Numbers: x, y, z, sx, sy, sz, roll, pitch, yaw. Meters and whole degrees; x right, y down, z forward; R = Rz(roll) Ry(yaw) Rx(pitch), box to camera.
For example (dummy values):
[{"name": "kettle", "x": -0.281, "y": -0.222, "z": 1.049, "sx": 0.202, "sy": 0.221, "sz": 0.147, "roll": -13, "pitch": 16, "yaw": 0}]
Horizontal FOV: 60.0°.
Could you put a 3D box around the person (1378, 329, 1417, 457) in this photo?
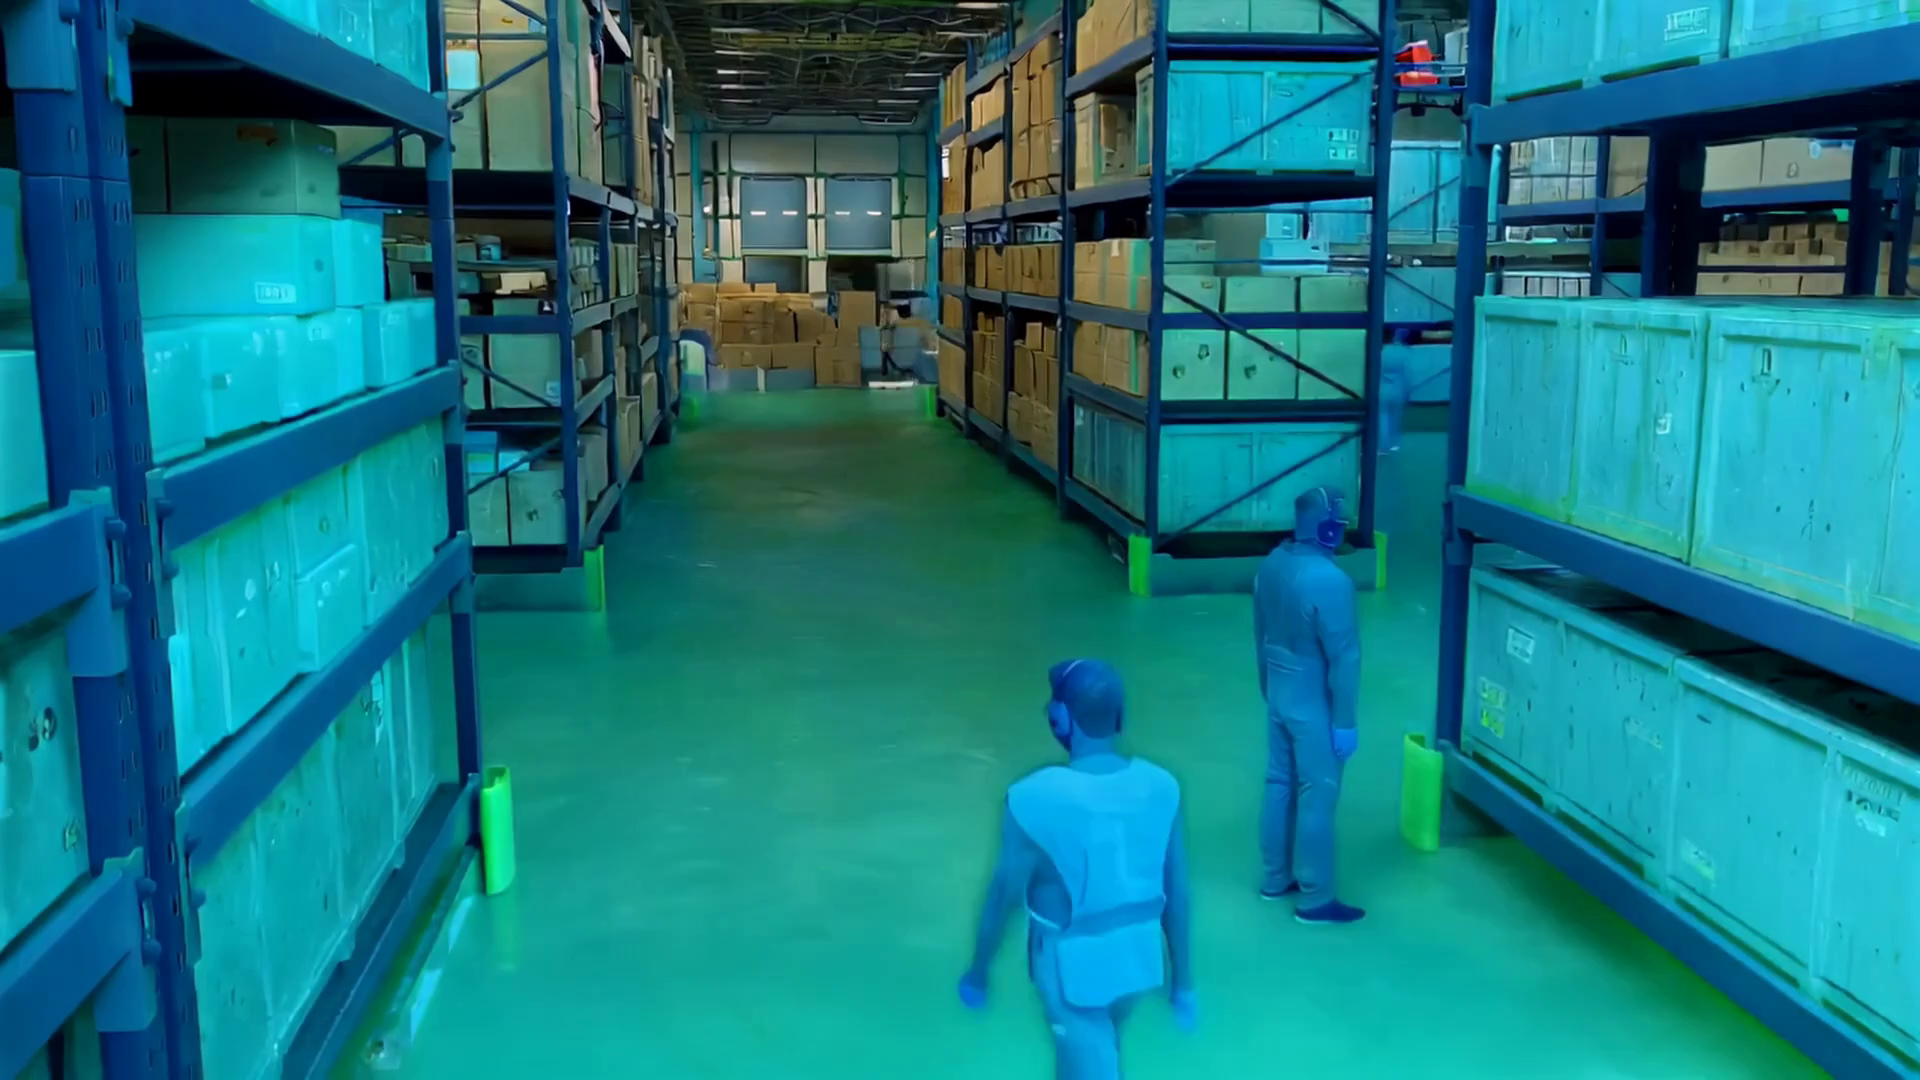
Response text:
[{"name": "person", "x": 6.248, "y": -2.121, "z": 23.954, "sx": 0.632, "sy": 1.840, "sz": 0.888, "roll": 4, "pitch": 10, "yaw": 20}]

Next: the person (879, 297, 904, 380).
[{"name": "person", "x": -1.583, "y": -4.648, "z": 38.457, "sx": 0.599, "sy": 1.920, "sz": 0.549, "roll": -7, "pitch": 12, "yaw": -35}]

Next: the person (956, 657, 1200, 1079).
[{"name": "person", "x": 0.396, "y": 1.230, "z": 4.609, "sx": 0.568, "sy": 1.791, "sz": 1.002, "roll": -7, "pitch": 12, "yaw": -35}]

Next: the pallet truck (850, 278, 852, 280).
[{"name": "pallet truck", "x": -3.782, "y": -9.391, "z": 65.808, "sx": 1.885, "sy": 1.965, "sz": 0.823, "roll": 2, "pitch": 10, "yaw": 10}]

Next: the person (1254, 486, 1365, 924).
[{"name": "person", "x": 1.549, "y": 0.709, "z": 7.269, "sx": 0.408, "sy": 1.906, "sz": 0.654, "roll": -4, "pitch": 10, "yaw": -20}]

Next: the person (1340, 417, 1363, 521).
[{"name": "person", "x": 4.245, "y": -1.054, "z": 18.164, "sx": 0.319, "sy": 1.690, "sz": 0.530, "roll": -8, "pitch": 12, "yaw": -38}]

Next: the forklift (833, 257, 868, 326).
[{"name": "forklift", "x": -2.884, "y": -6.733, "z": 47.766, "sx": 1.873, "sy": 2.768, "sz": 1.129, "roll": -3, "pitch": 10, "yaw": -15}]

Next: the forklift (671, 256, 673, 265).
[{"name": "forklift", "x": -10.983, "y": -9.065, "z": 61.341, "sx": 1.129, "sy": 2.768, "sz": 1.873, "roll": -1, "pitch": 10, "yaw": -7}]
